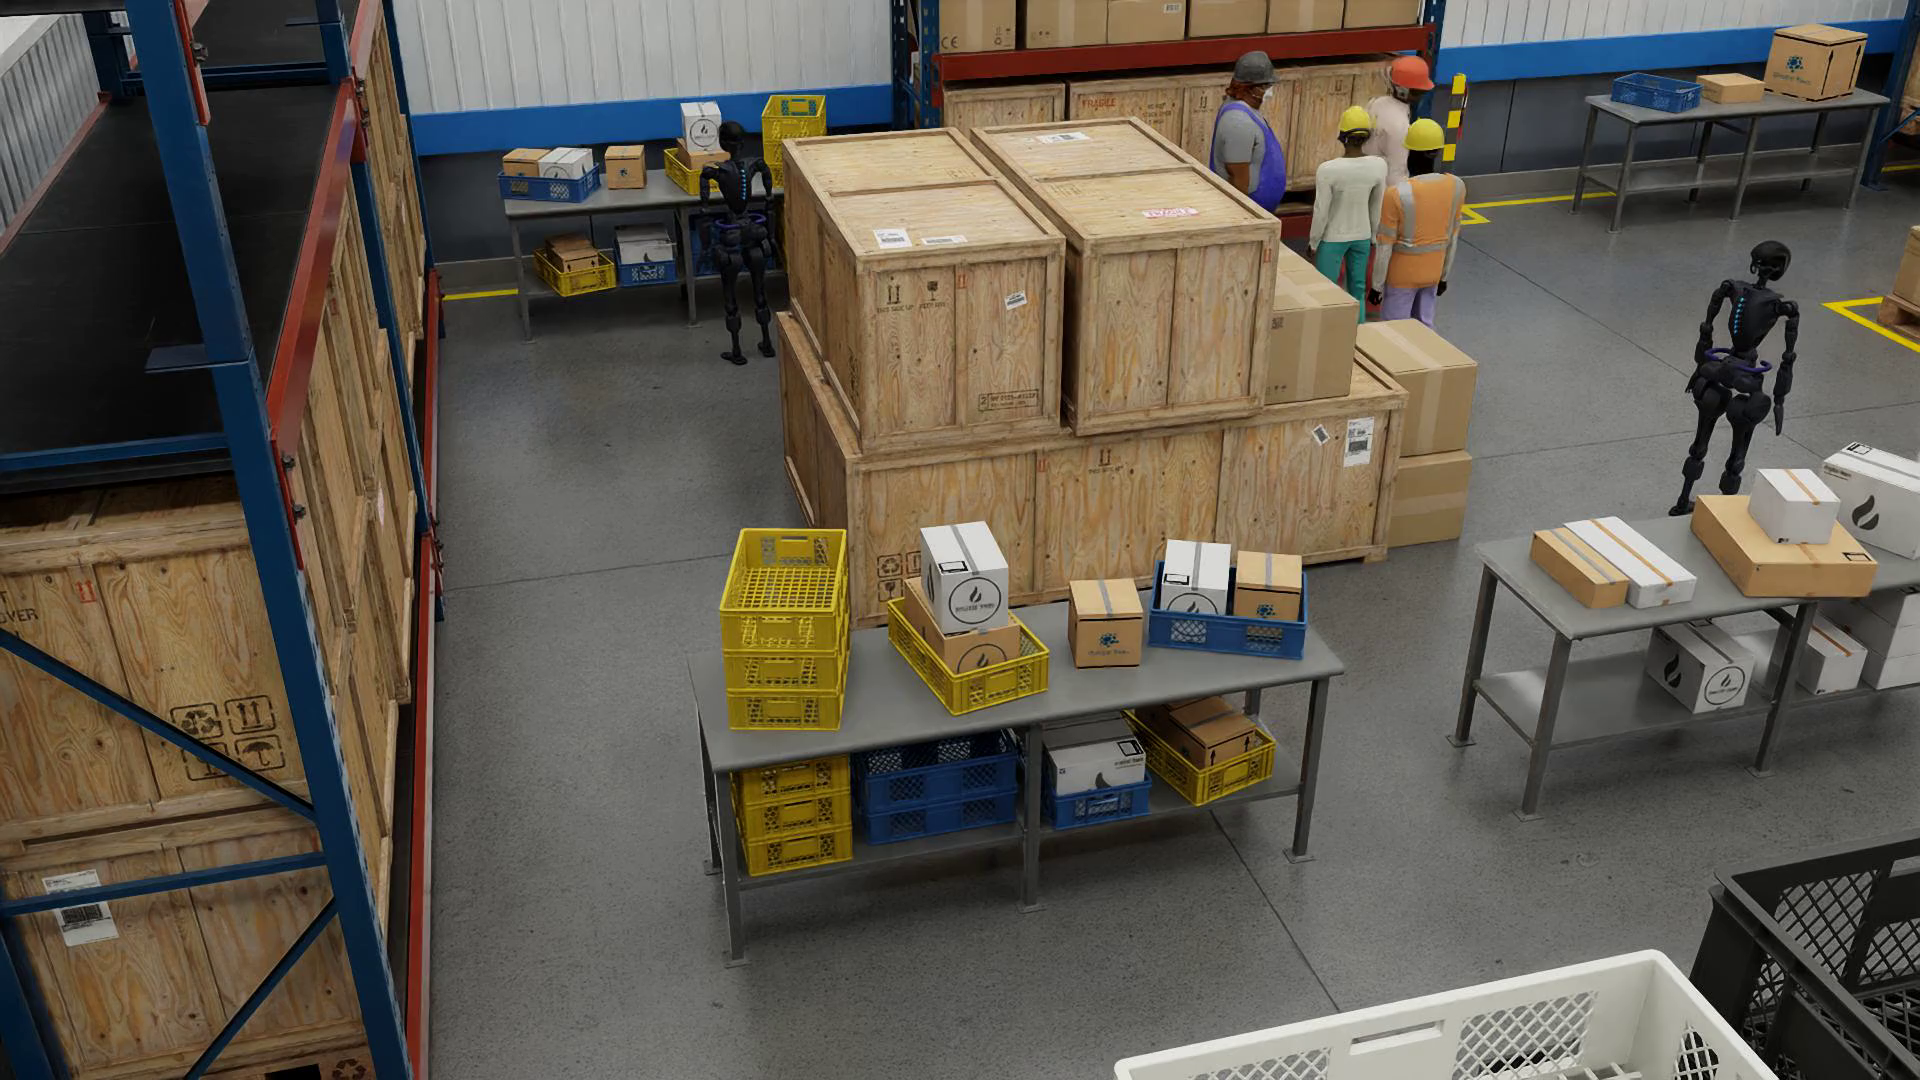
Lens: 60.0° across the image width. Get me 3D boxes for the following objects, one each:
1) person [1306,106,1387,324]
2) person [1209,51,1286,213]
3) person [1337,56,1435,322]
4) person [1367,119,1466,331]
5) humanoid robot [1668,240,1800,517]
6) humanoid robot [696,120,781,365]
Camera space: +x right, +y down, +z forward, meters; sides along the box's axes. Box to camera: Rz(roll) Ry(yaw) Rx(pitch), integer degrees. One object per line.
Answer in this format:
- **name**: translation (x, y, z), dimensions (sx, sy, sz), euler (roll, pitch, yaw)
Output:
- **person**: translation (2.595, -2.052, 11.288), dimensions (0.531, 1.766, 0.323), euler (-8, 30, -15)
- **person**: translation (1.991, -2.382, 11.606), dimensions (0.537, 2.000, 0.680), euler (3, 29, 5)
- **person**: translation (2.967, -2.466, 11.830), dimensions (0.540, 1.969, 0.638), euler (-3, 29, -5)
- **person**: translation (2.831, -1.680, 10.461), dimensions (0.586, 1.918, 0.399), euler (-11, 31, -20)
- **humanoid robot**: translation (4.294, -0.857, 9.199), dimensions (0.313, 1.656, 0.614), euler (-17, 33, -29)
- **humanoid robot**: translation (-1.507, -2.027, 11.323), dimensions (0.616, 1.656, 0.308), euler (-18, 33, -29)
